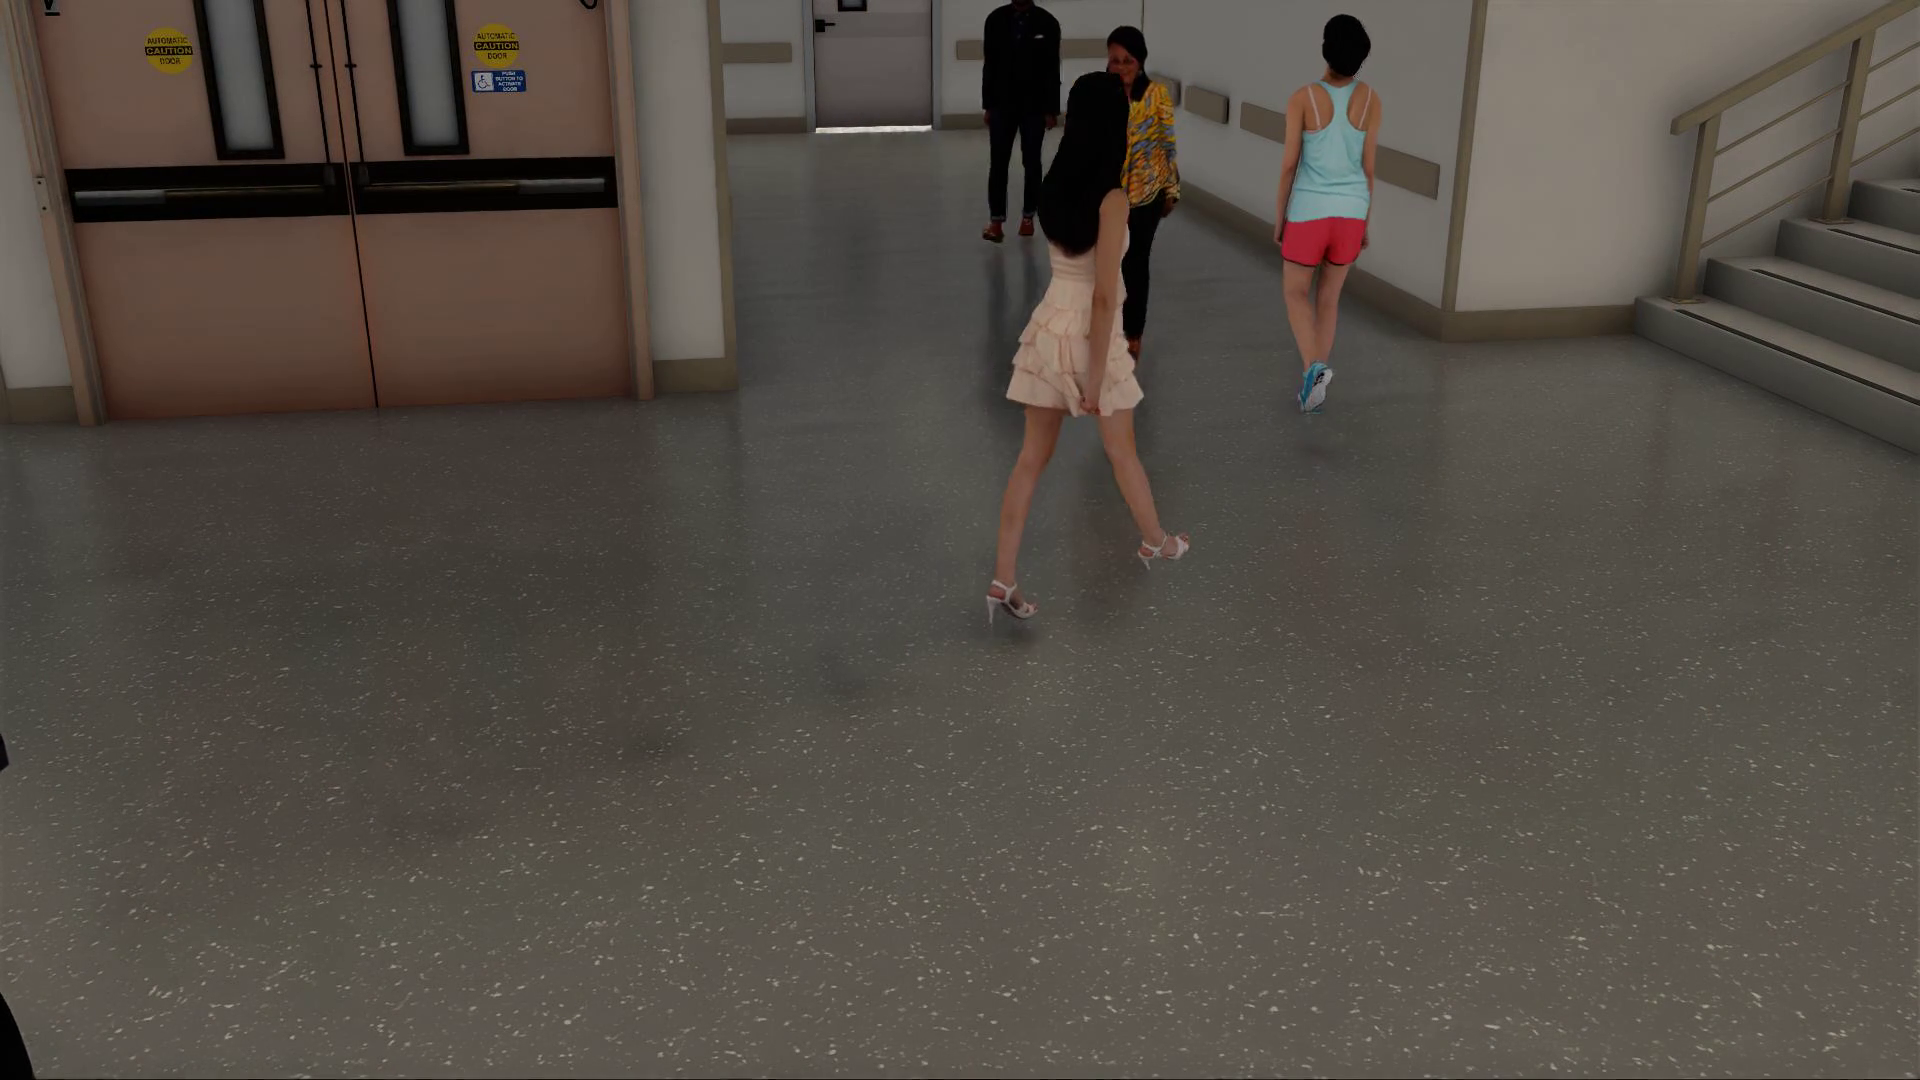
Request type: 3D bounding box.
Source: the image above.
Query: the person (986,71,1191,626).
[{"bbox_3d":[0.277,-0.526,5.145,1.142,1.681,0.892,-15,25,-34],"label":"person"}]

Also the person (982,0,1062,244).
[{"bbox_3d":[0.433,-2.961,11.422,1.094,1.788,1.057,5,21,14],"label":"person"}]

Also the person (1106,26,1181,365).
[{"bbox_3d":[0.847,-1.738,8.411,0.870,1.634,0.933,7,22,17],"label":"person"}]

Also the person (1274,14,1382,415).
[{"bbox_3d":[1.607,-1.356,7.238,0.934,1.750,0.770,1,21,3],"label":"person"}]
